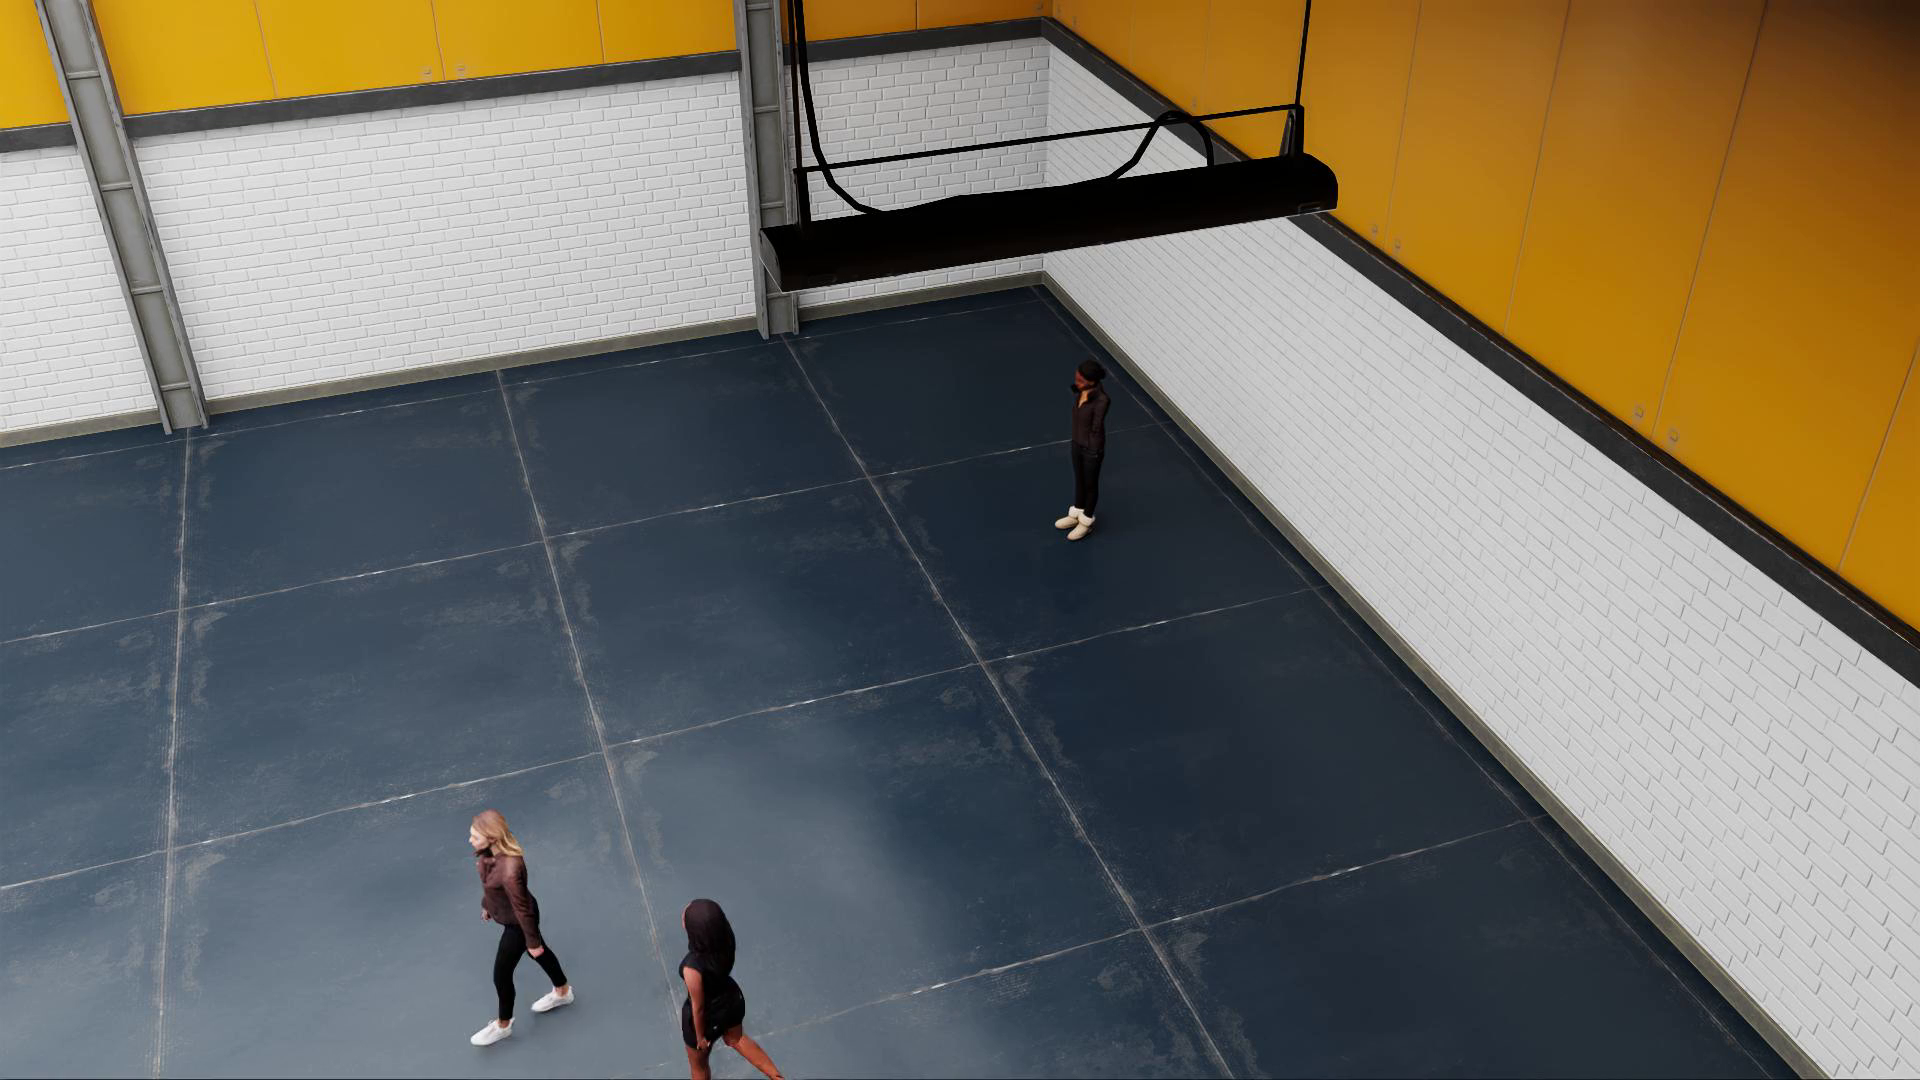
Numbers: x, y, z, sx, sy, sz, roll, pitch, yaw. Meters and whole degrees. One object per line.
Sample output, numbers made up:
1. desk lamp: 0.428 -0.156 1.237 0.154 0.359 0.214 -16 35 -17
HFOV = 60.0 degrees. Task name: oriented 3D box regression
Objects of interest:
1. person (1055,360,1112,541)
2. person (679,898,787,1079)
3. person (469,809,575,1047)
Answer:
1. person: 1.120 -0.819 14.405 0.686 1.662 0.621 -17 37 -23
2. person: -1.279 2.624 9.168 1.063 1.723 0.986 13 36 18
3. person: -2.530 2.220 9.818 0.890 1.678 0.690 -14 36 -20
